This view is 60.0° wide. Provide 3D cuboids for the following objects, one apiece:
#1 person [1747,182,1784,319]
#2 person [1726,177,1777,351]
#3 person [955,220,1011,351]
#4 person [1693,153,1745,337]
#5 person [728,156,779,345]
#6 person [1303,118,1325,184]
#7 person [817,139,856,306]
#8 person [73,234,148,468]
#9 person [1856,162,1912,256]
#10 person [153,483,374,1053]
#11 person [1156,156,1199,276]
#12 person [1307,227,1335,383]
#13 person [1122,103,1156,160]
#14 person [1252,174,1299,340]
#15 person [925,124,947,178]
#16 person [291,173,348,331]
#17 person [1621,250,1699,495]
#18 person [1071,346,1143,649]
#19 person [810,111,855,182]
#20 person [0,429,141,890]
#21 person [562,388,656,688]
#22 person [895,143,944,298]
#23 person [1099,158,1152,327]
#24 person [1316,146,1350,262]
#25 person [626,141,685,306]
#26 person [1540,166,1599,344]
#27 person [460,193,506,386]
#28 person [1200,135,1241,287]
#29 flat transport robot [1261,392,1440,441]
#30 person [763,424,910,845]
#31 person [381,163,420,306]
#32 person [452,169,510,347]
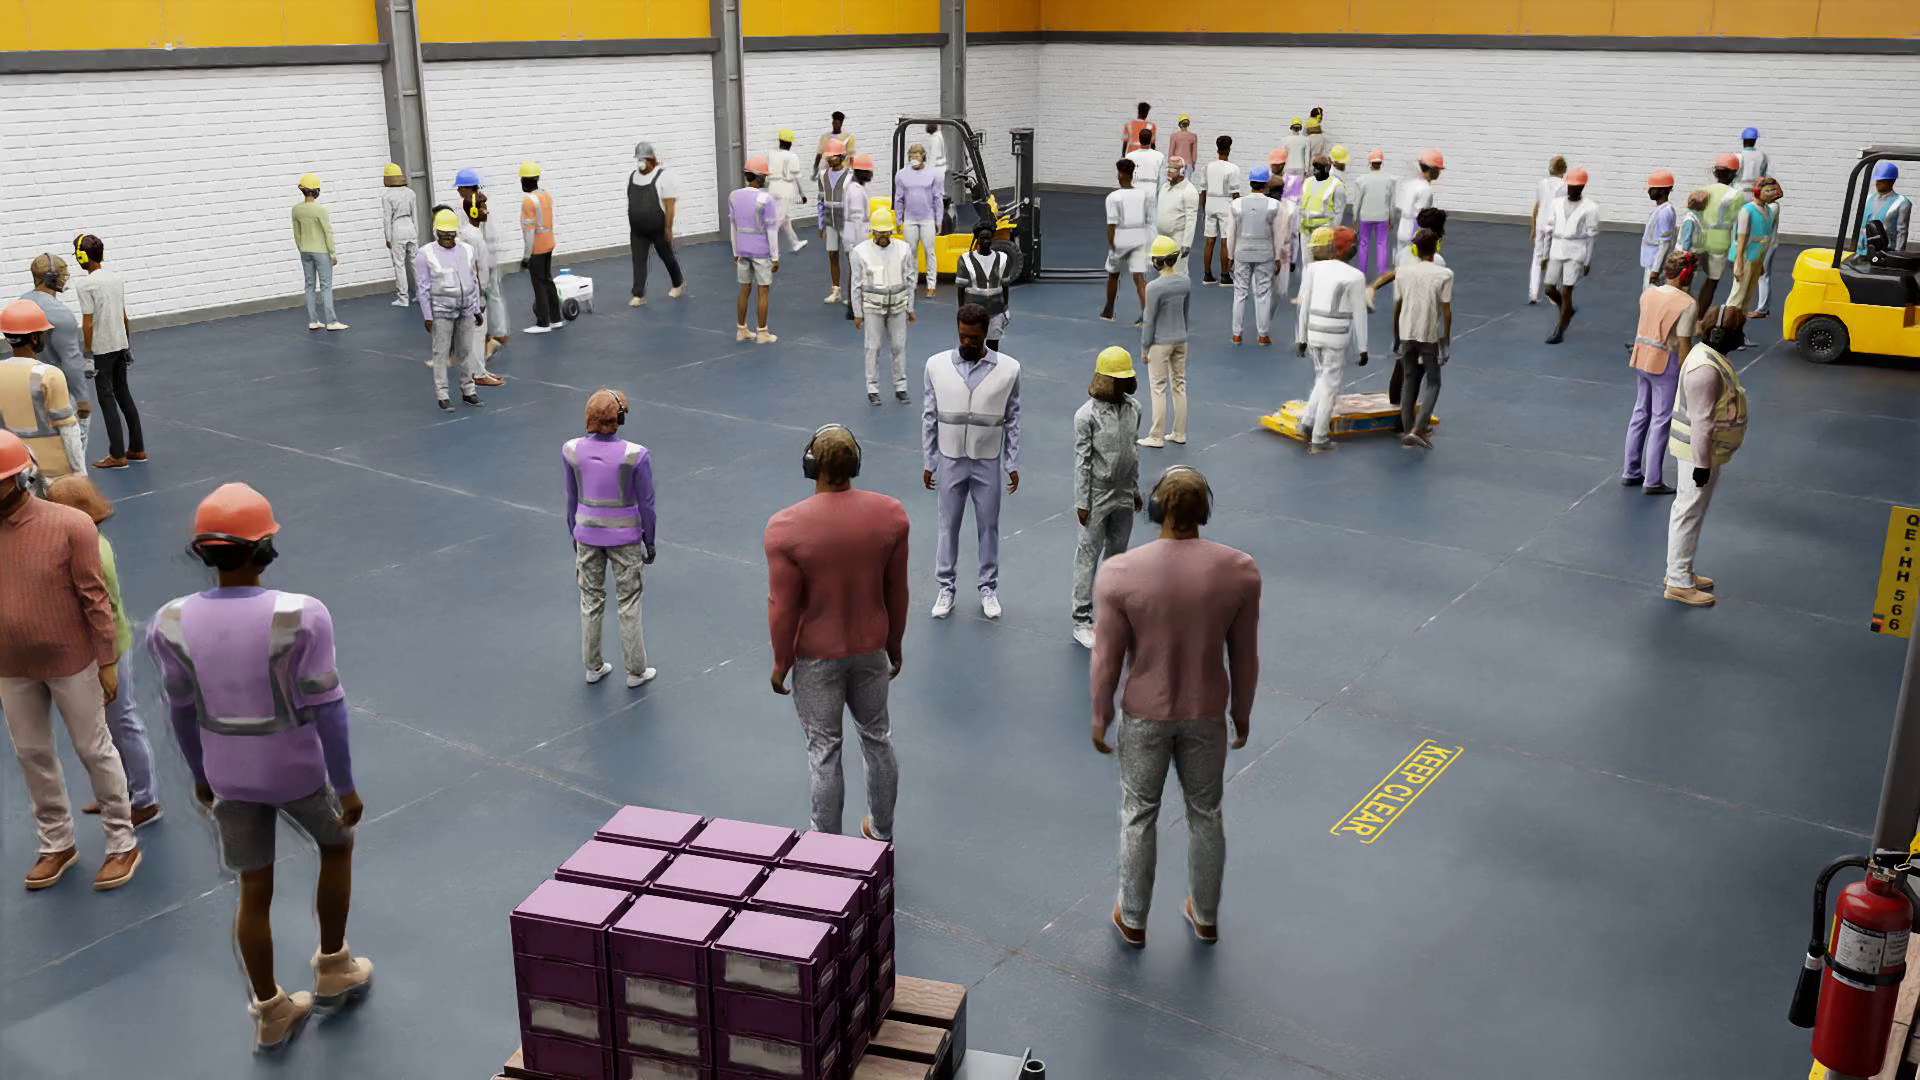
[{"bbox_3d":[9.518,-3.433,19.670,0.289,1.629,0.502,10,20,29],"label":"person"},{"bbox_3d":[8.467,-2.974,17.875,0.570,1.843,0.373,-15,23,-39],"label":"person"},{"bbox_3d":[0.219,-2.119,15.440,0.536,1.696,0.321,-5,18,-15],"label":"person"},{"bbox_3d":[8.441,-3.273,18.520,0.464,2.030,0.623,-7,19,-21],"label":"person"},{"bbox_3d":[-2.214,-3.141,18.109,0.614,2.029,0.409,11,21,30],"label":"person"},{"bbox_3d":[6.217,-6.550,29.272,0.583,1.720,0.513,-11,21,-31],"label":"person"},{"bbox_3d":[-1.501,-3.899,20.474,0.607,2.036,0.409,10,20,28],"label":"person"},{"bbox_3d":[-6.801,-1.496,13.243,0.333,1.857,0.528,3,18,9],"label":"person"},{"bbox_3d":[10.072,-3.163,18.300,0.405,1.945,0.615,-8,19,-24],"label":"person"},{"bbox_3d":[-2.399,0.775,5.858,0.649,2.019,0.694,0,18,1],"label":"person"},{"bbox_3d":[2.482,-3.510,19.444,0.408,1.913,0.642,-10,20,-29],"label":"person"},{"bbox_3d":[3.155,-1.867,14.584,0.308,1.740,0.483,4,18,13],"label":"person"},{"bbox_3d":[3.282,-7.061,30.568,0.630,1.909,0.983,6,19,19],"label":"person"},{"bbox_3d":[3.414,-3.120,18.372,0.639,1.826,0.678,-2,18,-5],"label":"person"},{"bbox_3d":[-0.462,-6.223,28.045,0.650,1.833,0.659,-2,18,-6],"label":"person"},{"bbox_3d":[-7.305,-3.262,18.902,0.523,1.769,0.316,7,19,21],"label":"person"},{"bbox_3d":[5.257,-1.252,12.504,0.389,1.837,0.561,-5,18,-14],"label":"person"},{"bbox_3d":[0.862,-0.249,9.516,0.494,1.743,0.307,-14,22,-37],"label":"person"},{"bbox_3d":[-2.091,-6.067,27.395,0.721,1.937,0.577,6,19,19],"label":"person"},{"bbox_3d":[-3.768,0.497,6.808,0.626,1.980,0.410,-1,18,-2],"label":"person"},{"bbox_3d":[-1.869,0.001,8.921,0.509,1.629,0.316,3,18,9],"label":"person"},{"bbox_3d":[-0.517,-4.043,21.089,0.635,1.931,0.378,4,18,12],"label":"person"},{"bbox_3d":[1.944,-3.423,19.166,0.587,1.919,0.967,-6,19,-19],"label":"person"},{"bbox_3d":[5.029,-4.453,22.602,0.439,1.788,0.651,4,18,12],"label":"person"},{"bbox_3d":[-3.818,-3.991,20.740,0.690,2.000,1.022,6,19,17],"label":"person"},{"bbox_3d":[6.686,-3.130,18.238,0.558,1.925,0.633,17,24,42],"label":"person"},{"bbox_3d":[-4.656,-2.421,16.125,0.331,1.864,0.505,-5,19,-16],"label":"person"},{"bbox_3d":[3.449,-4.339,21.948,0.612,1.966,0.362,16,24,41],"label":"person"},{"bbox_3d":[3.417,-1.095,14.541,1.431,0.197,0.652,-8,19,-23],"label":"flat transport robot"},{"bbox_3d":[-0.509,0.464,6.969,0.629,1.940,0.376,-8,20,-25],"label":"person"},{"bbox_3d":[-6.904,-3.760,20.518,0.321,1.737,0.487,12,21,33],"label":"person"},{"bbox_3d":[-5.290,-3.015,17.889,0.799,1.920,0.637,2,18,6],"label":"person"}]
